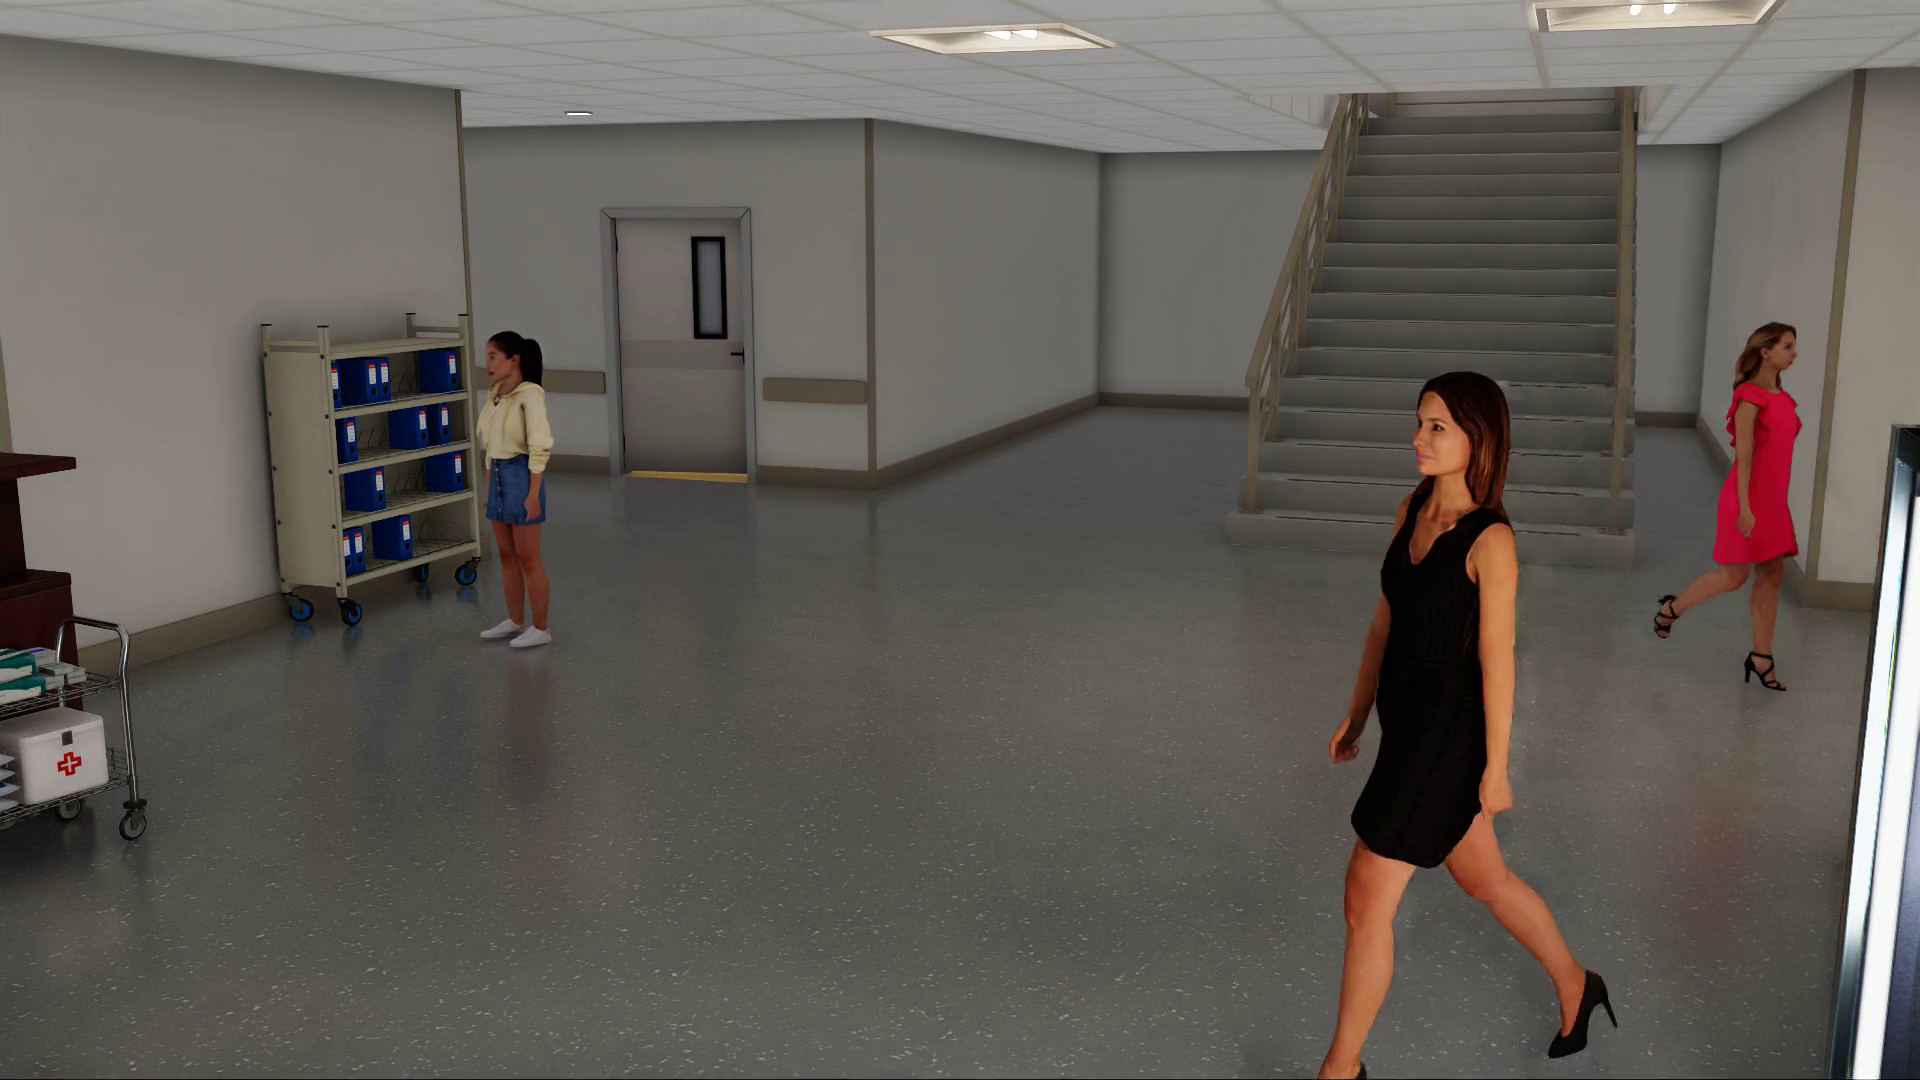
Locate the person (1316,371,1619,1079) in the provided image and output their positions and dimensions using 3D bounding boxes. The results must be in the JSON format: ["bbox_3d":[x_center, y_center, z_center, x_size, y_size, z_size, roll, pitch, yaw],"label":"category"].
[{"bbox_3d":[1.214,0.535,3.950,1.075,1.792,1.155,-3,11,-13],"label":"person"}]

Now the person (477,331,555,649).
[{"bbox_3d":[-2.291,-0.267,8.599,0.716,1.633,0.693,10,14,42],"label":"person"}]

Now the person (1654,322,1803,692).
[{"bbox_3d":[3.673,-0.166,7.862,0.946,1.710,0.957,-7,13,-34],"label":"person"}]
